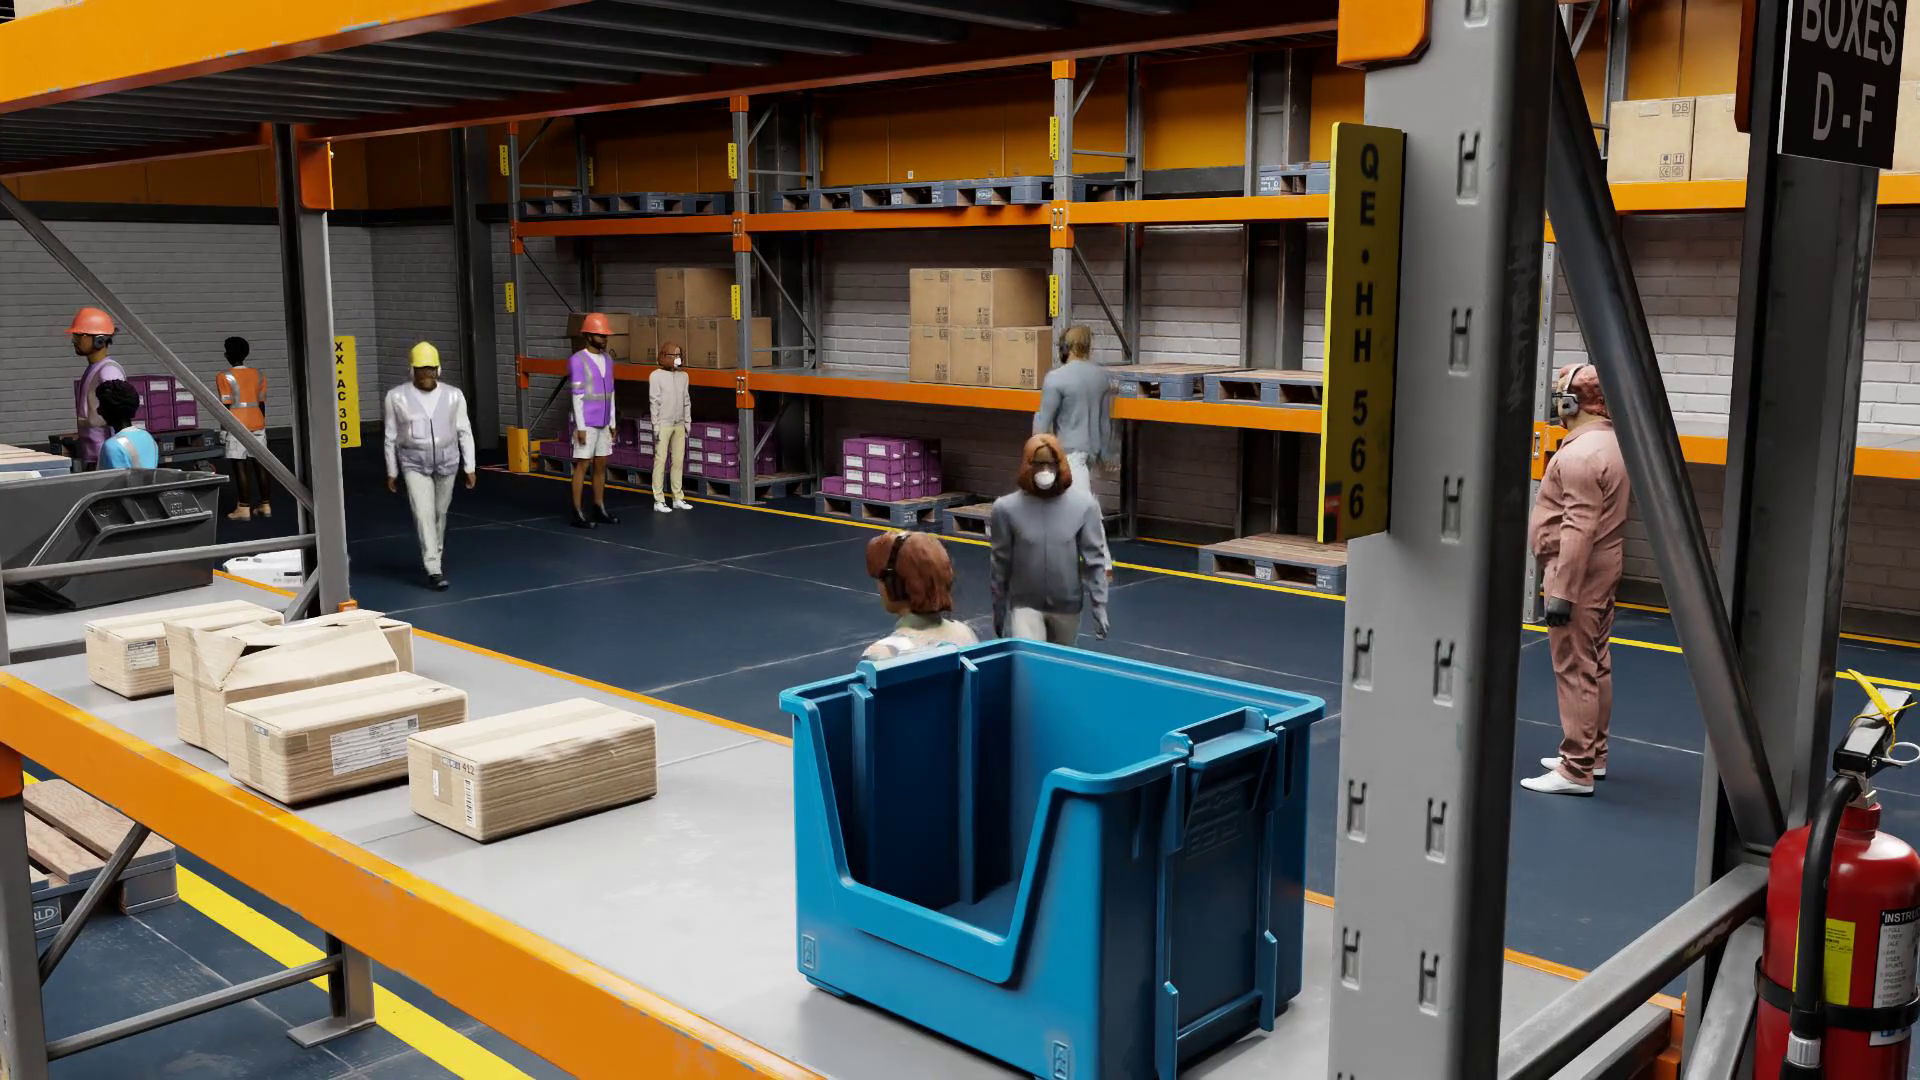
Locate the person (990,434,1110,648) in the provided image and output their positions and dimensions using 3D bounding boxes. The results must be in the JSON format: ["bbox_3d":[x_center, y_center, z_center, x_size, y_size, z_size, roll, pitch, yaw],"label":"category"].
[{"bbox_3d":[0.392,0.322,7.402,0.513,1.585,0.858,-1,9,-4],"label":"person"}]

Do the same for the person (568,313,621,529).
[{"bbox_3d":[-3.253,-1.063,14.907,0.415,1.927,0.547,5,11,28],"label":"person"}]

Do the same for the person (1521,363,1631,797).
[{"bbox_3d":[2.717,0.174,7.365,0.402,1.904,0.652,6,11,33],"label":"person"}]

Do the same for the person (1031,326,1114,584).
[{"bbox_3d":[0.807,-0.639,12.401,1.001,1.886,0.645,8,12,42],"label":"person"}]

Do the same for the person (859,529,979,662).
[{"bbox_3d":[-0.147,0.776,4.514,0.505,1.618,0.552,6,11,33],"label":"person"}]

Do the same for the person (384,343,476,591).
[{"bbox_3d":[-3.874,-0.553,12.197,0.613,1.783,0.925,-5,11,-29],"label":"person"}]

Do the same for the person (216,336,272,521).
[{"bbox_3d":[-6.625,-1.028,15.366,0.317,1.695,0.537,4,10,24],"label":"person"}]

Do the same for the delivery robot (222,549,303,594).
[{"bbox_3d":[-4.421,0.225,10.892,0.707,0.478,0.477,-2,9,-10],"label":"delivery robot"}]

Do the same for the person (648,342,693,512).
[{"bbox_3d":[-2.767,-1.081,15.911,0.277,1.629,0.496,7,12,38],"label":"person"}]

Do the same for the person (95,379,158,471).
[{"bbox_3d":[-4.712,-0.069,9.476,0.320,1.698,0.538,-1,9,-6],"label":"person"}]

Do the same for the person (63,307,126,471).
[{"bbox_3d":[-5.991,-0.591,11.619,0.369,2.048,0.607,-8,12,-39],"label":"person"}]
